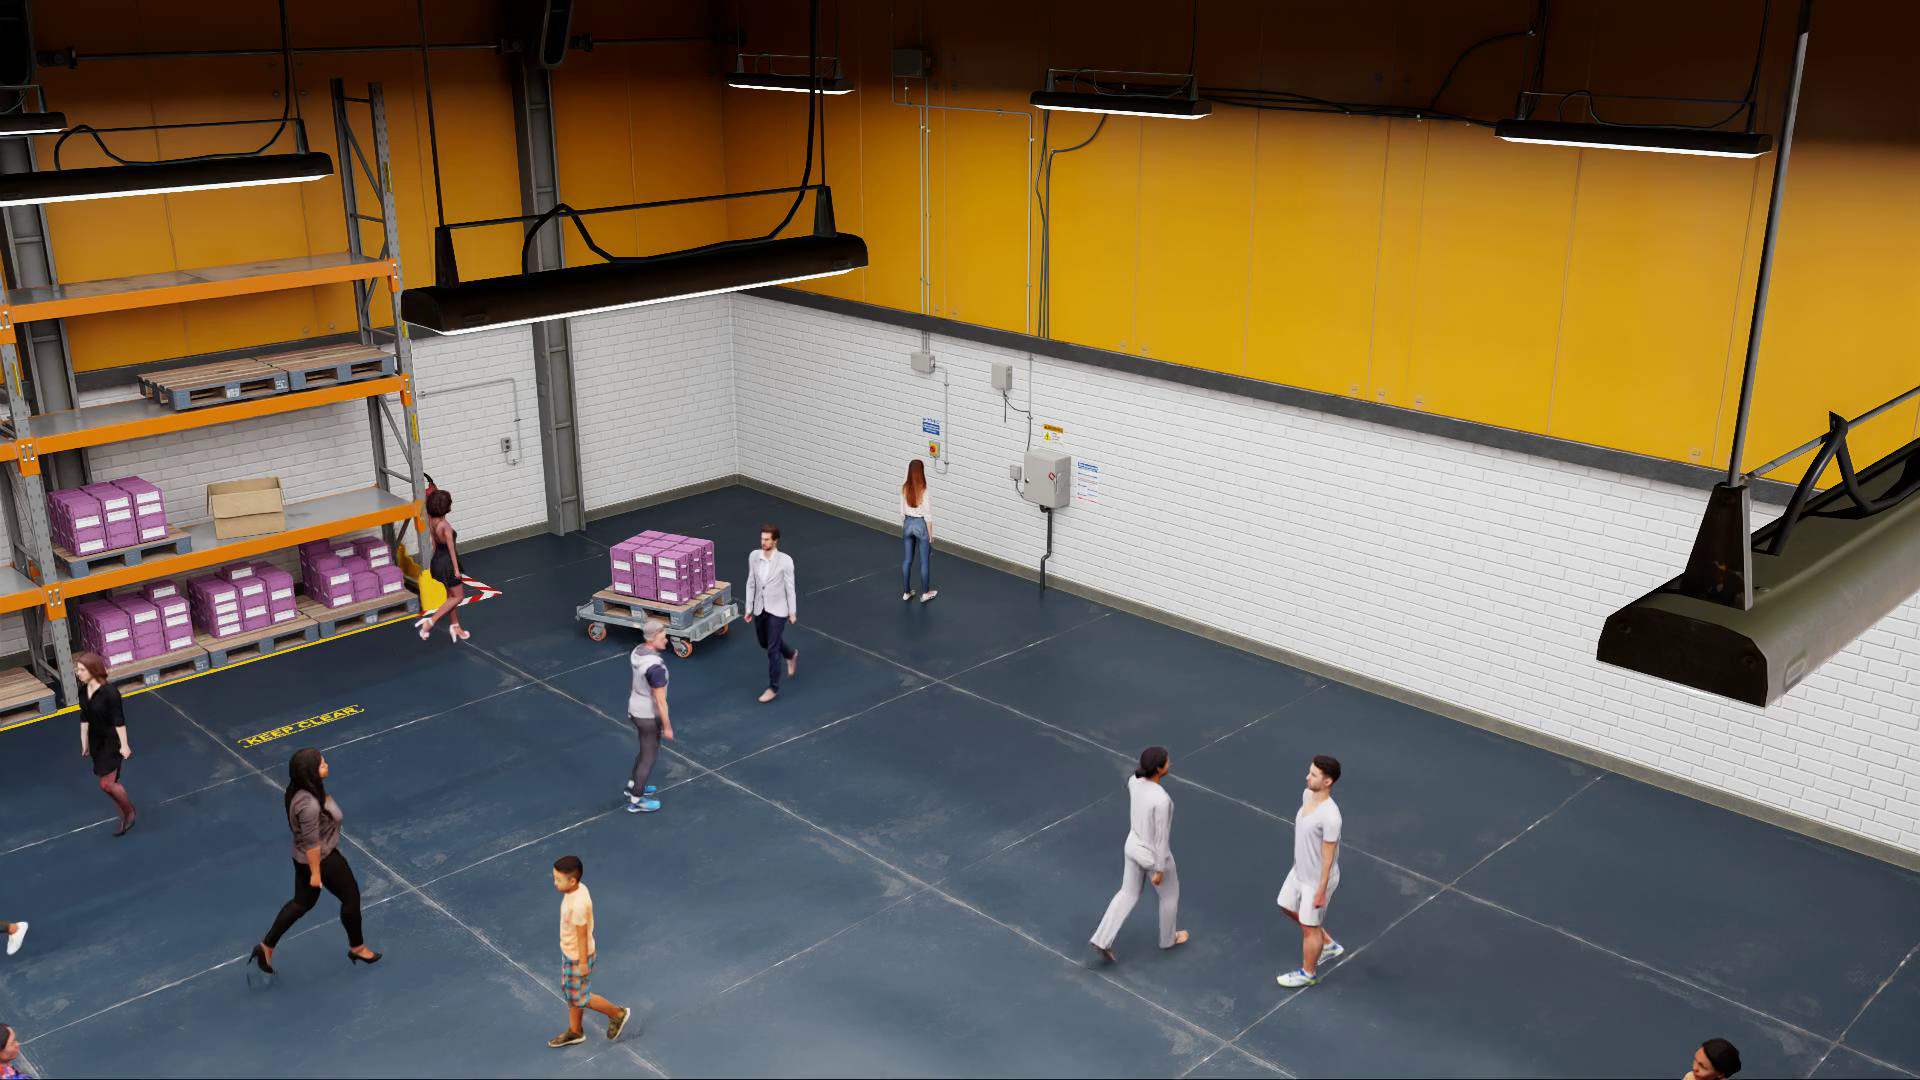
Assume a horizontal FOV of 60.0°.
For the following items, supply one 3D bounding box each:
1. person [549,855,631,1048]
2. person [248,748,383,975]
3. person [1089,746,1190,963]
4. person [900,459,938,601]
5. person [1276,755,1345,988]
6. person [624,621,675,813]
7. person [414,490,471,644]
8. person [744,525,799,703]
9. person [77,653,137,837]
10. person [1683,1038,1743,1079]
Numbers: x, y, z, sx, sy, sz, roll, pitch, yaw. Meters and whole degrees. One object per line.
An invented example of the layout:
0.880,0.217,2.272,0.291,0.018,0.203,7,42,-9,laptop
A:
-2.553,2.812,11.404,0.867,1.453,0.715,-8,20,-22,person
-4.786,2.387,12.114,1.168,1.805,0.772,-13,23,-34,person
1.320,2.345,12.371,1.145,1.721,0.795,-12,22,-31,person
-0.519,-0.124,19.685,0.676,1.733,0.733,10,21,26,person
2.647,2.391,12.031,0.947,1.850,0.888,-2,19,-7,person
-2.805,1.560,14.602,0.809,1.786,0.834,-13,23,-34,person
-5.707,0.343,18.234,0.853,1.772,0.573,-17,25,-40,person
-1.887,0.694,17.104,0.845,1.828,1.153,11,21,28,person
-7.225,1.732,14.234,0.675,1.693,0.686,8,20,22,person
4.195,3.477,9.191,1.112,1.606,0.951,-4,19,-12,person
